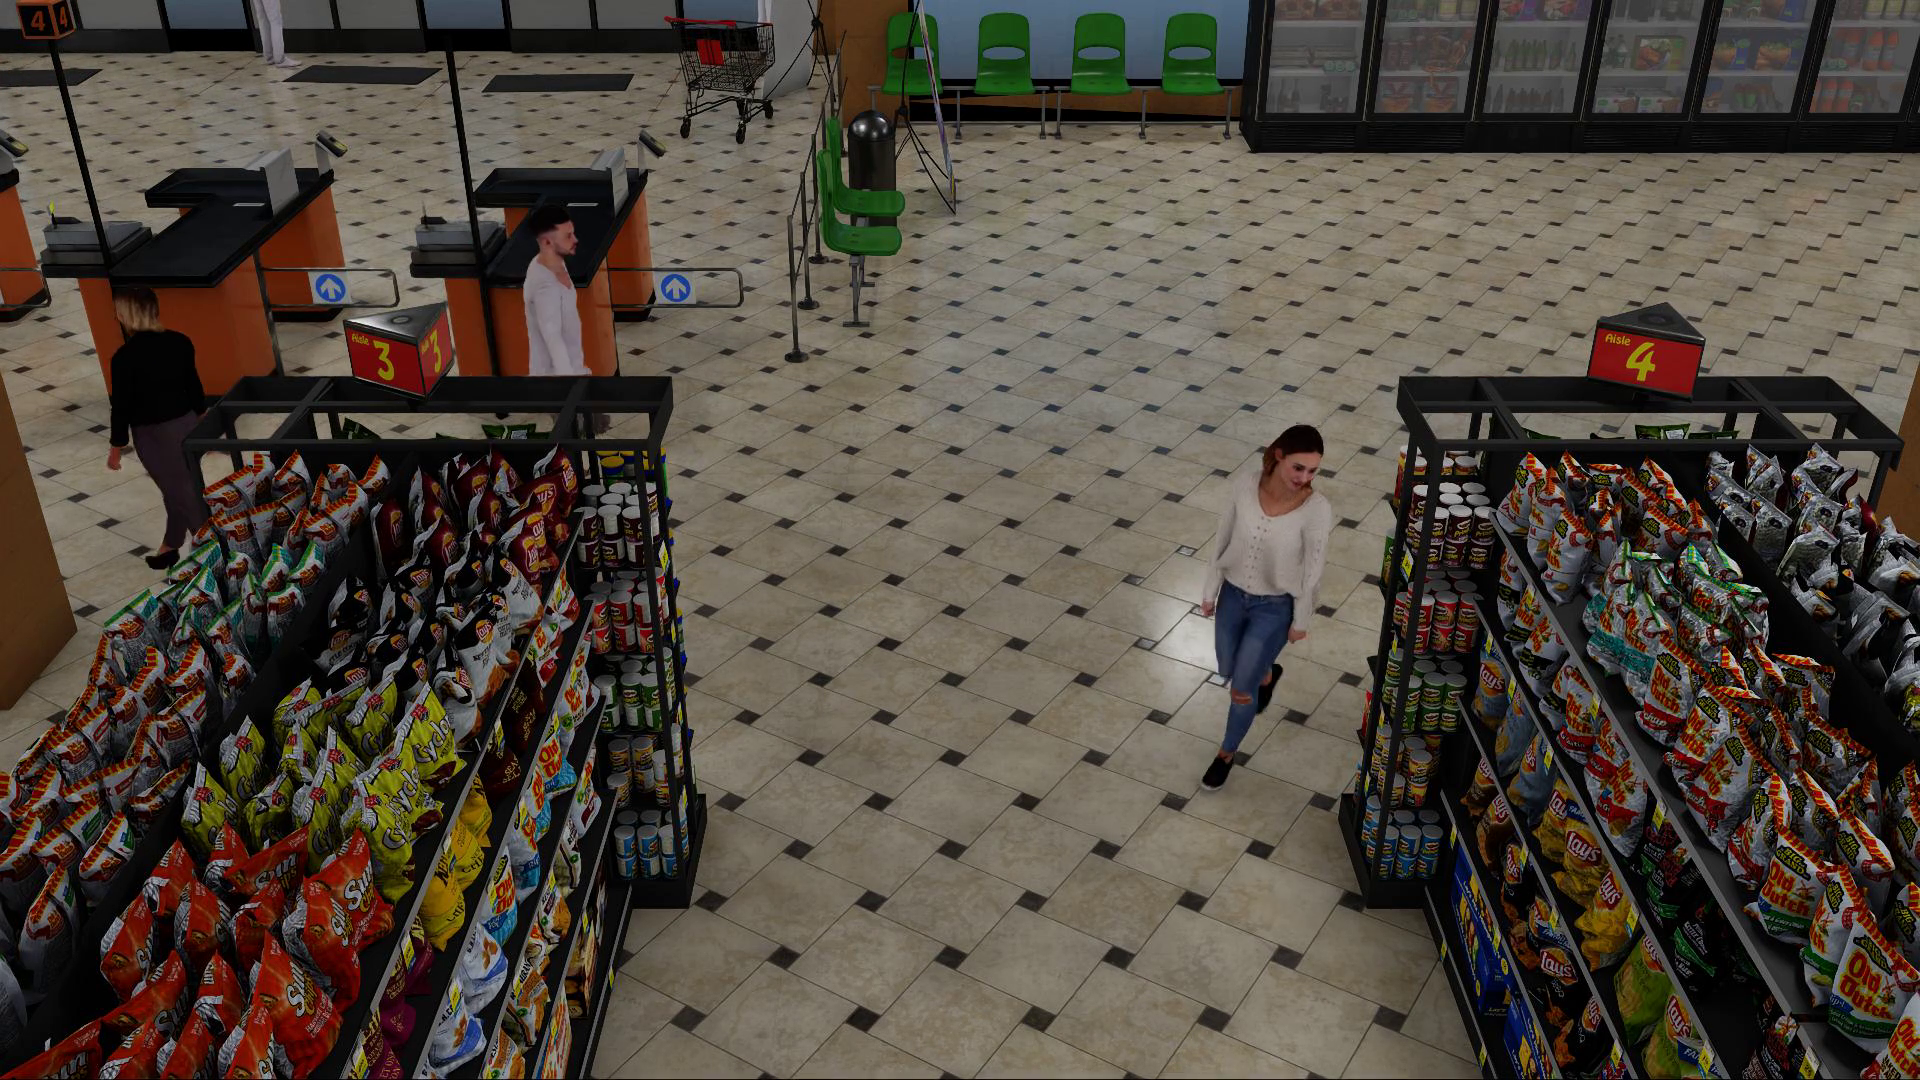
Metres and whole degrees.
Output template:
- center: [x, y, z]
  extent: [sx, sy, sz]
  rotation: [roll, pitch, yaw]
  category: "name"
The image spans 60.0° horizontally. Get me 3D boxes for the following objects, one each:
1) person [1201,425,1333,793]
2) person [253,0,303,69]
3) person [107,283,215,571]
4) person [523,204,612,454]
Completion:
- center: [1.265, 0.247, 6.862]
  extent: [0.944, 1.662, 1.042]
  rotation: [22, 35, 34]
  category: "person"
- center: [-7.776, -6.247, 18.519]
  extent: [0.738, 1.888, 0.779]
  rotation: [22, 36, 35]
  category: "person"
- center: [-3.763, -0.421, 8.107]
  extent: [0.855, 1.642, 0.963]
  rotation: [8, 30, 14]
  category: "person"
- center: [-2.182, -0.884, 8.762]
  extent: [0.789, 1.826, 0.649]
  rotation: [-4, 29, -7]
  category: "person"
